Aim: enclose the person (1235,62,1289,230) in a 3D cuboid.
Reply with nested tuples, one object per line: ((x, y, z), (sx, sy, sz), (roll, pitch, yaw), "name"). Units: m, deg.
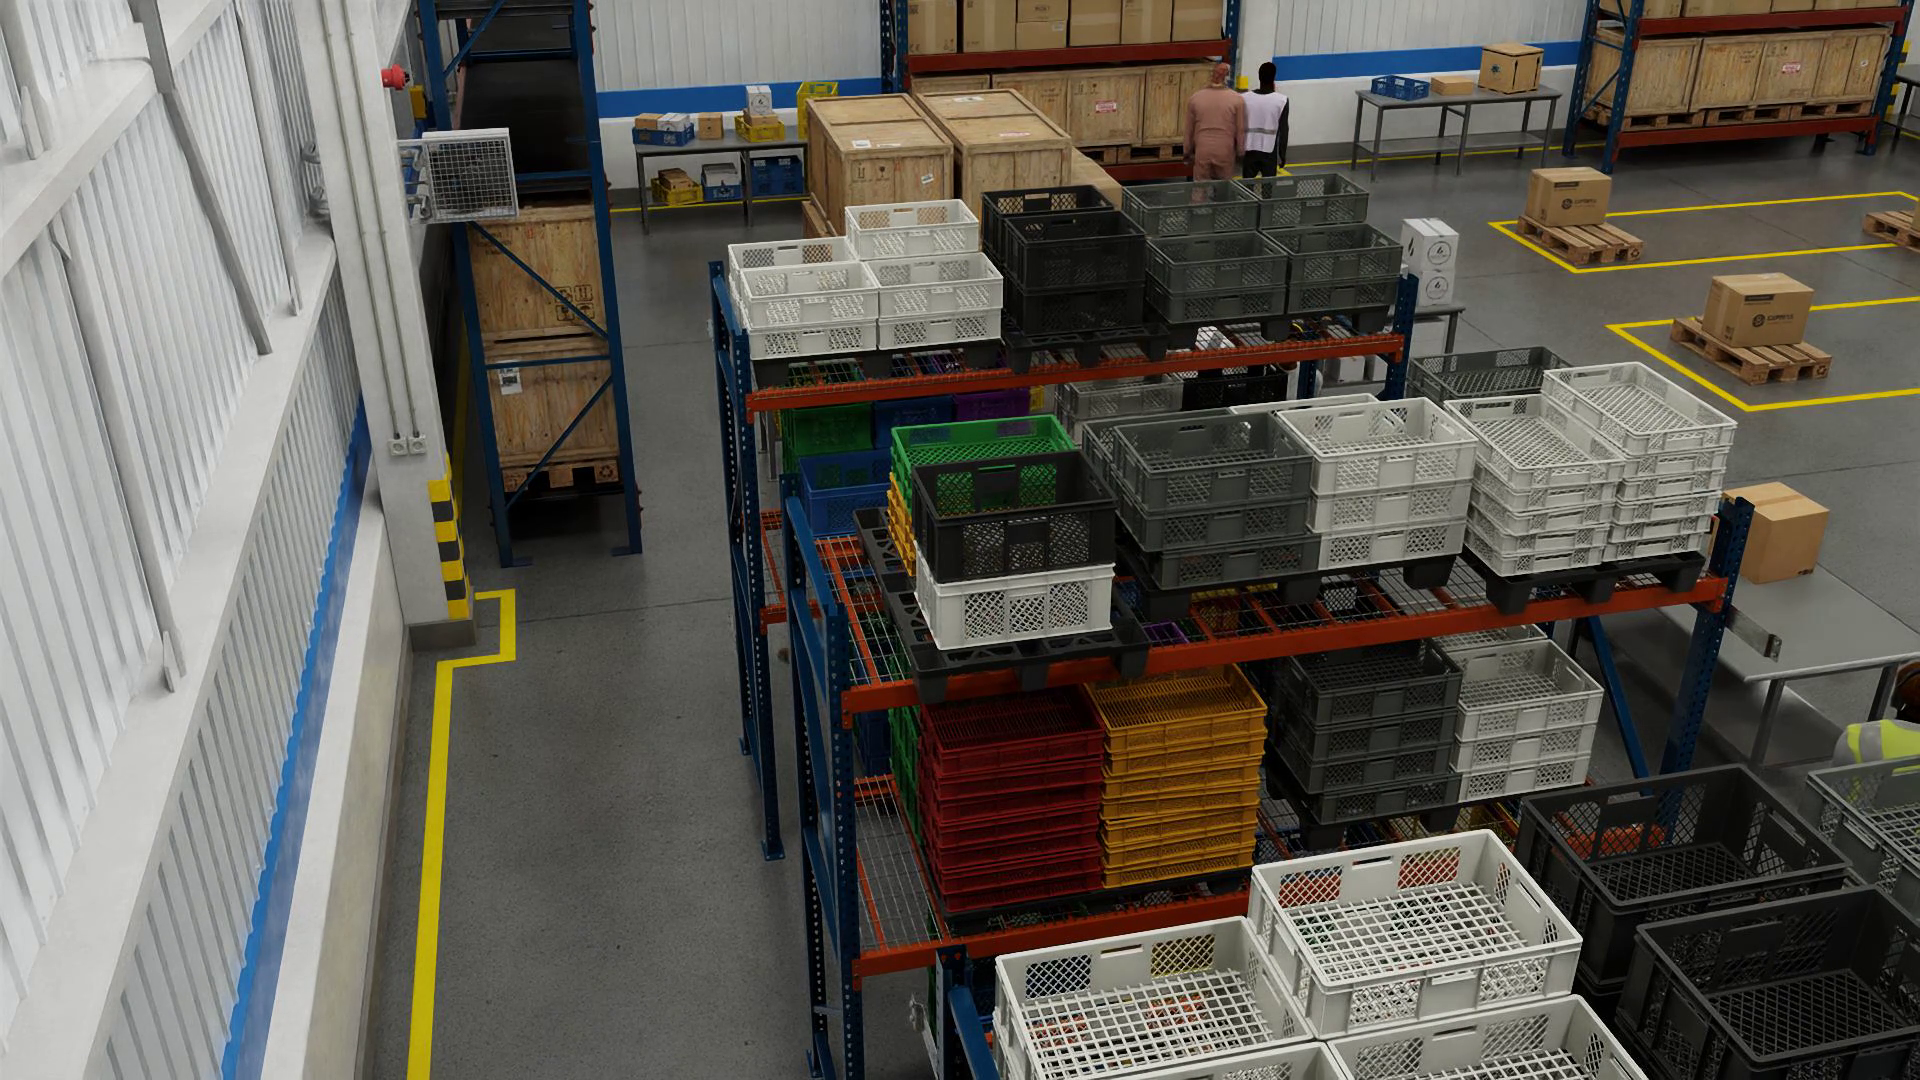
((3.335, -4.320, 18.458), (0.587, 1.920, 0.391), (11, 30, 20), "person")

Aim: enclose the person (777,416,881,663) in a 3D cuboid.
((-0.639, -0.092, 10.486), (1.026, 1.893, 0.649), (-3, 28, -6), "person")

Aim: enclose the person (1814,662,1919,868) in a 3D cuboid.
((4.265, 1.388, 7.725), (0.629, 1.836, 0.430), (5, 28, 9), "person")

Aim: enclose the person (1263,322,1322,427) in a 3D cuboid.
((2.194, -0.621, 11.493), (0.510, 1.872, 0.329), (8, 29, 15), "person")

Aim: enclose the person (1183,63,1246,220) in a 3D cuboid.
((2.829, -4.344, 18.544), (0.685, 1.890, 0.405), (10, 29, 18), "person")

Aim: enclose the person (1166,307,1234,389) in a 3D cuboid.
((1.720, -0.974, 12.158), (0.580, 1.878, 0.344), (22, 35, 35), "person")
